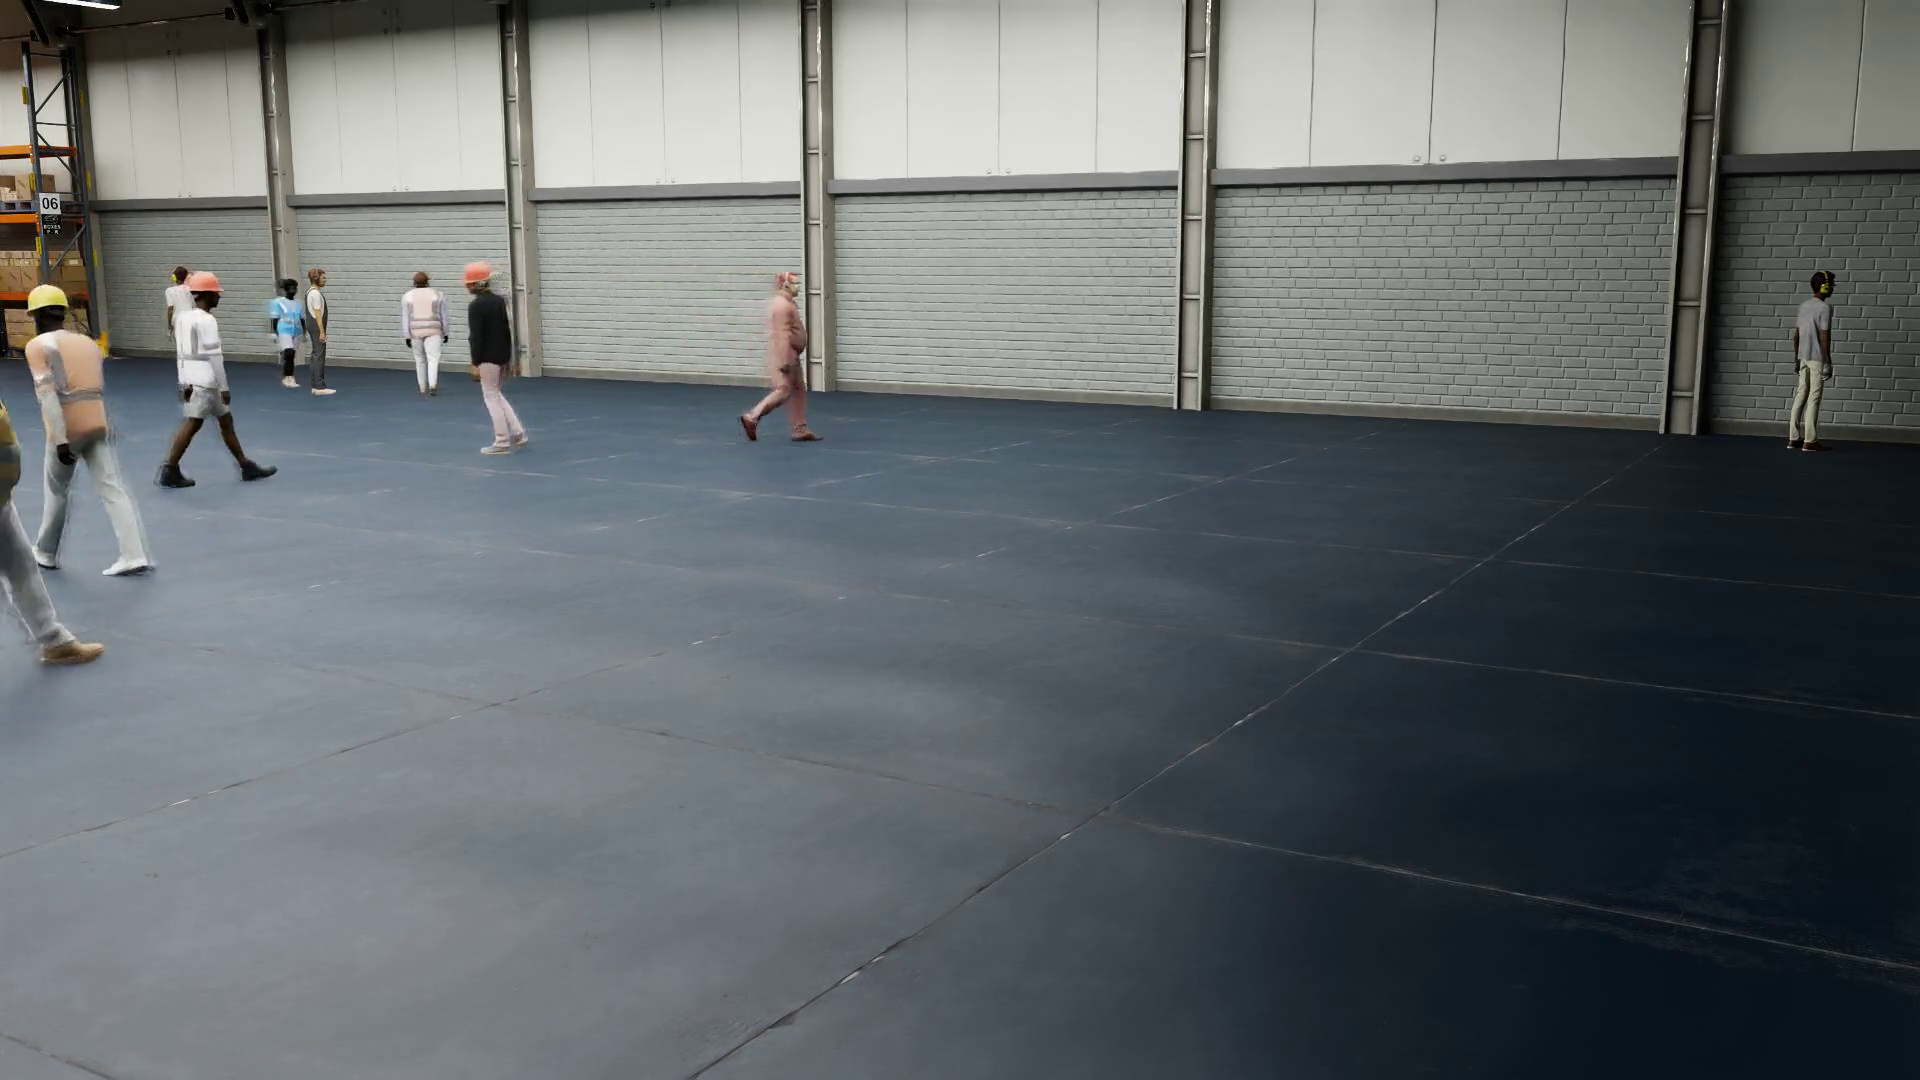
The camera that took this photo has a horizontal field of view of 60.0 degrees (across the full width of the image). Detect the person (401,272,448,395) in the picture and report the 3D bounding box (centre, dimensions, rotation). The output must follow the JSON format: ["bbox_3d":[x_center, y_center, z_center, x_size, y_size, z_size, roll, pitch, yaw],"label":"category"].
[{"bbox_3d":[-7.811,-3.014,24.295,0.622,1.806,0.917,-2,10,-12],"label":"person"}]

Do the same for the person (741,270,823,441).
[{"bbox_3d":[-1.945,-1.990,18.077,0.814,1.883,0.651,-1,10,-4],"label":"person"}]

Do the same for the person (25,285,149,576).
[{"bbox_3d":[-5.625,-0.689,10.583,1.072,1.837,0.594,4,10,20],"label":"person"}]

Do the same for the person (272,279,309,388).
[{"bbox_3d":[-10.170,-3.138,25.376,0.693,1.663,0.544,5,11,29],"label":"person"}]

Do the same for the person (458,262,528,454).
[{"bbox_3d":[-4.781,-1.829,16.903,0.502,1.961,0.648,1,10,8],"label":"person"}]

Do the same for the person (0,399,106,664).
[{"bbox_3d":[-4.772,-0.223,7.993,0.970,1.793,0.643,-4,10,-20],"label":"person"}]

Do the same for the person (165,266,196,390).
[{"bbox_3d":[-11.771,-3.211,25.247,0.536,1.866,0.314,-8,13,-41],"label":"person"}]

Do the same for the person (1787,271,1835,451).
[{"bbox_3d":[8.910,-1.861,17.338,0.312,1.869,0.535,-2,10,-9],"label":"person"}]

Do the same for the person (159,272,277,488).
[{"bbox_3d":[-6.629,-1.411,14.657,1.021,1.886,0.562,-8,12,-38],"label":"person"}]

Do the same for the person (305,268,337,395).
[{"bbox_3d":[-9.369,-3.039,24.305,0.330,1.844,0.520,-6,11,-31],"label":"person"}]
